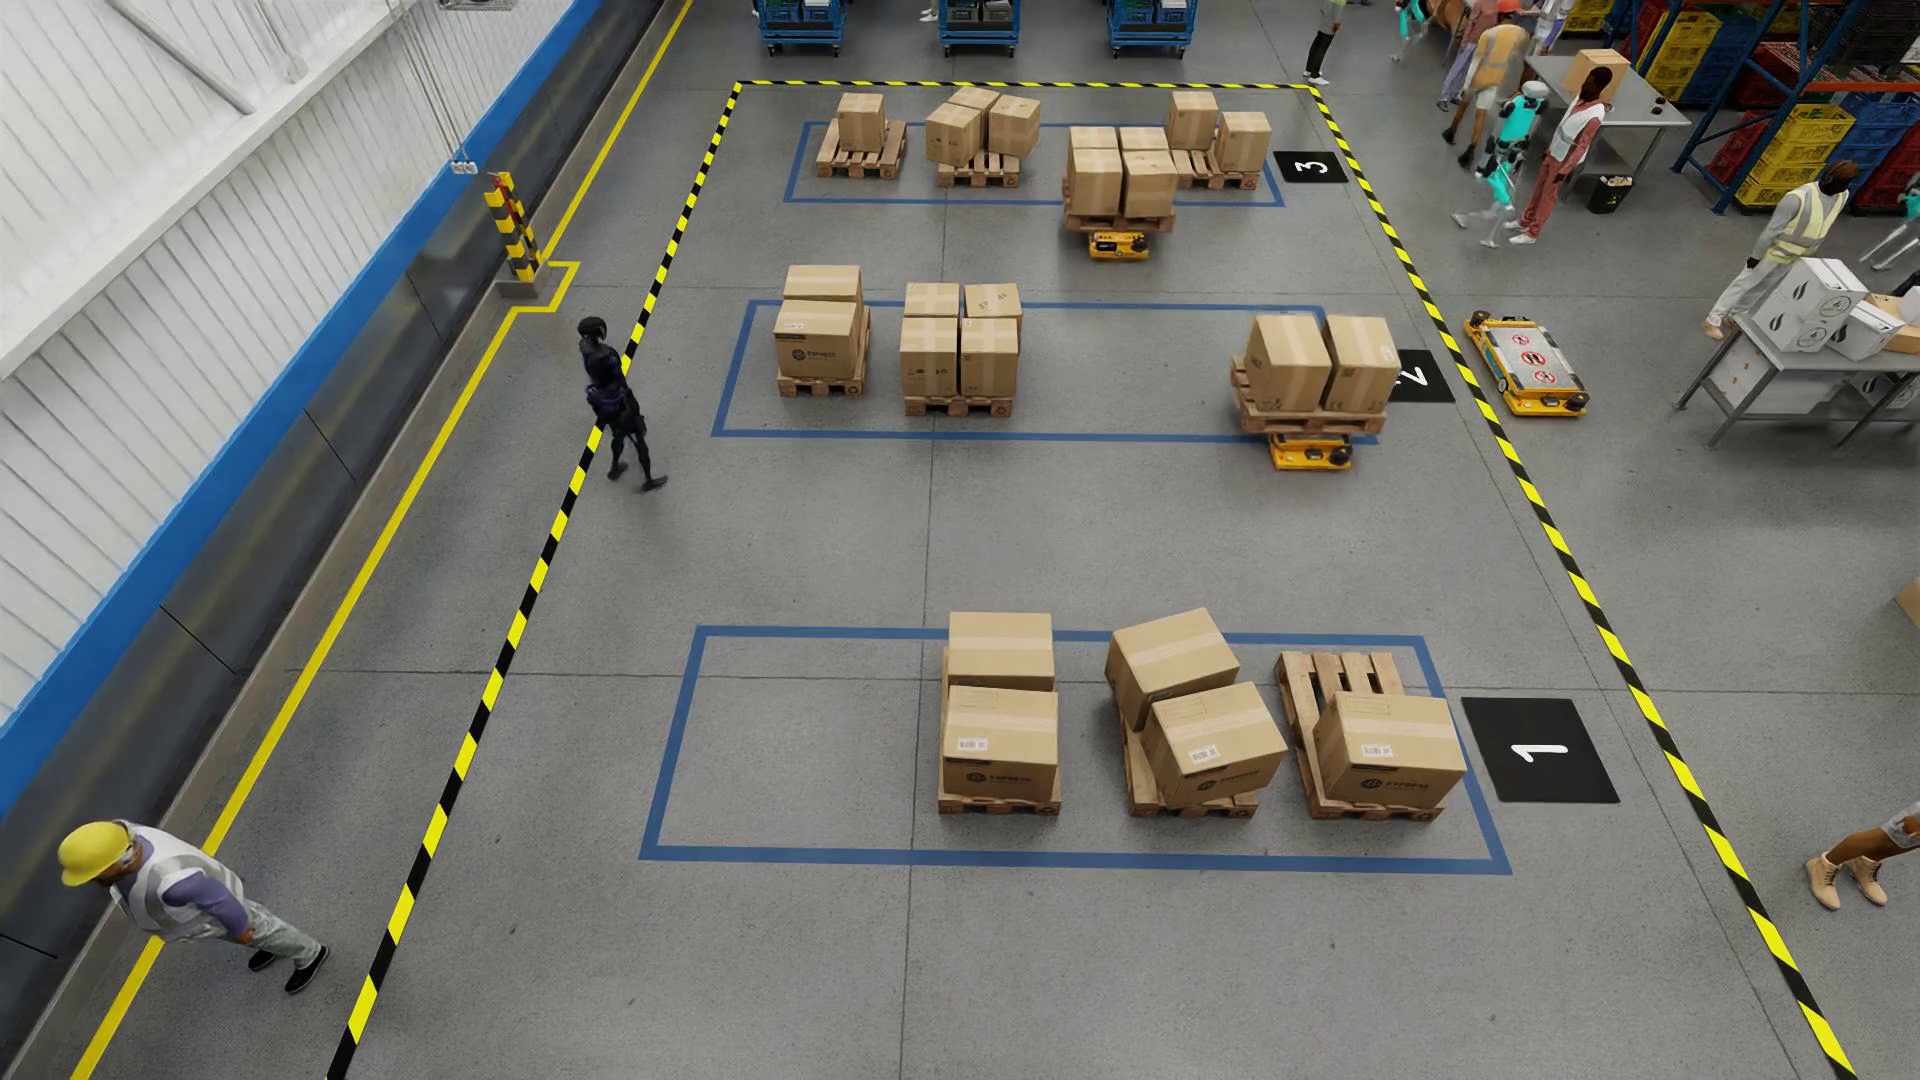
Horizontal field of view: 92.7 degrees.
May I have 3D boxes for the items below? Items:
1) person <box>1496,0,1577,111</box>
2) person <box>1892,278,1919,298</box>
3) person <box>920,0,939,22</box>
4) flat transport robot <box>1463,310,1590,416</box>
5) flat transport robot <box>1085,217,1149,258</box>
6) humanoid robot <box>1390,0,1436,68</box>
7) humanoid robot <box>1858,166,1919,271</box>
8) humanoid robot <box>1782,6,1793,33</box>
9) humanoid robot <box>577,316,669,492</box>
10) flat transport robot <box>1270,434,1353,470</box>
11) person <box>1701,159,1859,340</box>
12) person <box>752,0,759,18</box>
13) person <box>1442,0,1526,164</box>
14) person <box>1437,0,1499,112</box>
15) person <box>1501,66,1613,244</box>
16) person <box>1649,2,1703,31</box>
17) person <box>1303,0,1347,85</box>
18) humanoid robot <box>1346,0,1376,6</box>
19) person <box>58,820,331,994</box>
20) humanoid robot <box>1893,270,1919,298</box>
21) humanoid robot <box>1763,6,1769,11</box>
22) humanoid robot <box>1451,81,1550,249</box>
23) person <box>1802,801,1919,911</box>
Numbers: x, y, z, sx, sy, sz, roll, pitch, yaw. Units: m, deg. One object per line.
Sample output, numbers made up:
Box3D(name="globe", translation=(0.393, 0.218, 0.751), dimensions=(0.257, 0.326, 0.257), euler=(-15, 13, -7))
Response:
Box3D(name="person", translation=(7.764, -6.752, 12.217), dimensions=(0.404, 2.035, 0.598), euler=(3, 49, 3))
Box3D(name="person", translation=(10.316, -3.154, 9.229), dimensions=(0.340, 1.838, 0.505), euler=(-23, 53, -19))
Box3D(name="person", translation=(-0.500, -9.226, 14.465), dimensions=(0.335, 1.865, 0.517), euler=(5, 49, 4))
Box3D(name="flat transport robot", translation=(5.573, -1.757, 9.054), dimensions=(0.659, 0.231, 1.431), euler=(1, 49, 1))
Box3D(name="flat transport robot", translation=(1.818, -3.803, 10.806), dimensions=(0.652, 0.197, 1.431), euler=(1, 49, 1))
Box3D(name="humanoid robot", translation=(6.675, -7.780, 13.373), dimensions=(0.542, 1.899, 0.724), euler=(-31, 56, -24))
Box3D(name="humanoid robot", translation=(10.415, -3.671, 9.716), dimensions=(0.681, 1.770, 0.532), euler=(-10, 50, -8))
Box3D(name="humanoid robot", translation=(13.309, -8.741, 14.161), dimensions=(0.599, 1.653, 0.315), euler=(-10, 50, -9))
Box3D(name="humanoid robot", translation=(-2.873, -1.104, 7.558), dimensions=(0.591, 1.636, 0.388), euler=(29, 55, 23))
Box3D(name="flat transport robot", translation=(3.160, -1.222, 8.573), dimensions=(0.652, 0.197, 1.431), euler=(1, 49, 1))
Box3D(name="person", translation=(7.988, -2.794, 8.911), dimensions=(0.633, 1.842, 0.429), euler=(-9, 50, -8))
Box3D(name="person", translation=(-3.272, -9.368, 14.584), dimensions=(0.506, 1.870, 0.329), euler=(-14, 51, -12))
Box3D(name="person", translation=(6.563, -5.744, 11.436), dimensions=(0.530, 1.888, 0.974), euler=(5, 49, 5))
Box3D(name="person", translation=(6.980, -6.736, 12.372), dimensions=(0.522, 1.768, 0.308), euler=(-16, 51, -13))
Box3D(name="person", translation=(6.606, -4.197, 10.075), dimensions=(0.388, 1.919, 0.590), euler=(5, 49, 4))
Box3D(name="person", translation=(10.119, -7.389, 12.959), dimensions=(0.480, 1.724, 0.515), euler=(-13, 50, -11))
Box3D(name="person", translation=(5.282, -7.441, 12.926), dimensions=(0.384, 1.850, 0.596), euler=(-1, 49, -1))
Box3D(name="humanoid robot", translation=(6.747, -9.643, 14.957), dimensions=(0.554, 1.640, 0.611), euler=(-4, 49, -3))
Box3D(name="person", translation=(-3.994, 1.932, 4.827), dimensions=(0.601, 1.828, 0.404), euler=(21, 52, 17))
Box3D(name="humanoid robot", translation=(8.799, -2.072, 8.399), dimensions=(0.412, 1.638, 0.601), euler=(-1, 49, -1))
Box3D(name="humanoid robot", translation=(13.478, -9.175, 14.580), dimensions=(0.610, 1.610, 0.825), euler=(12, 50, 10))
Box3D(name="humanoid robot", translation=(6.059, -4.032, 10.078), dimensions=(0.554, 1.757, 1.046), euler=(-11, 50, -10))
Box3D(name="person", translation=(5.593, 1.516, 5.049), dimensions=(0.605, 2.045, 0.375), euler=(-2, 49, -2))
